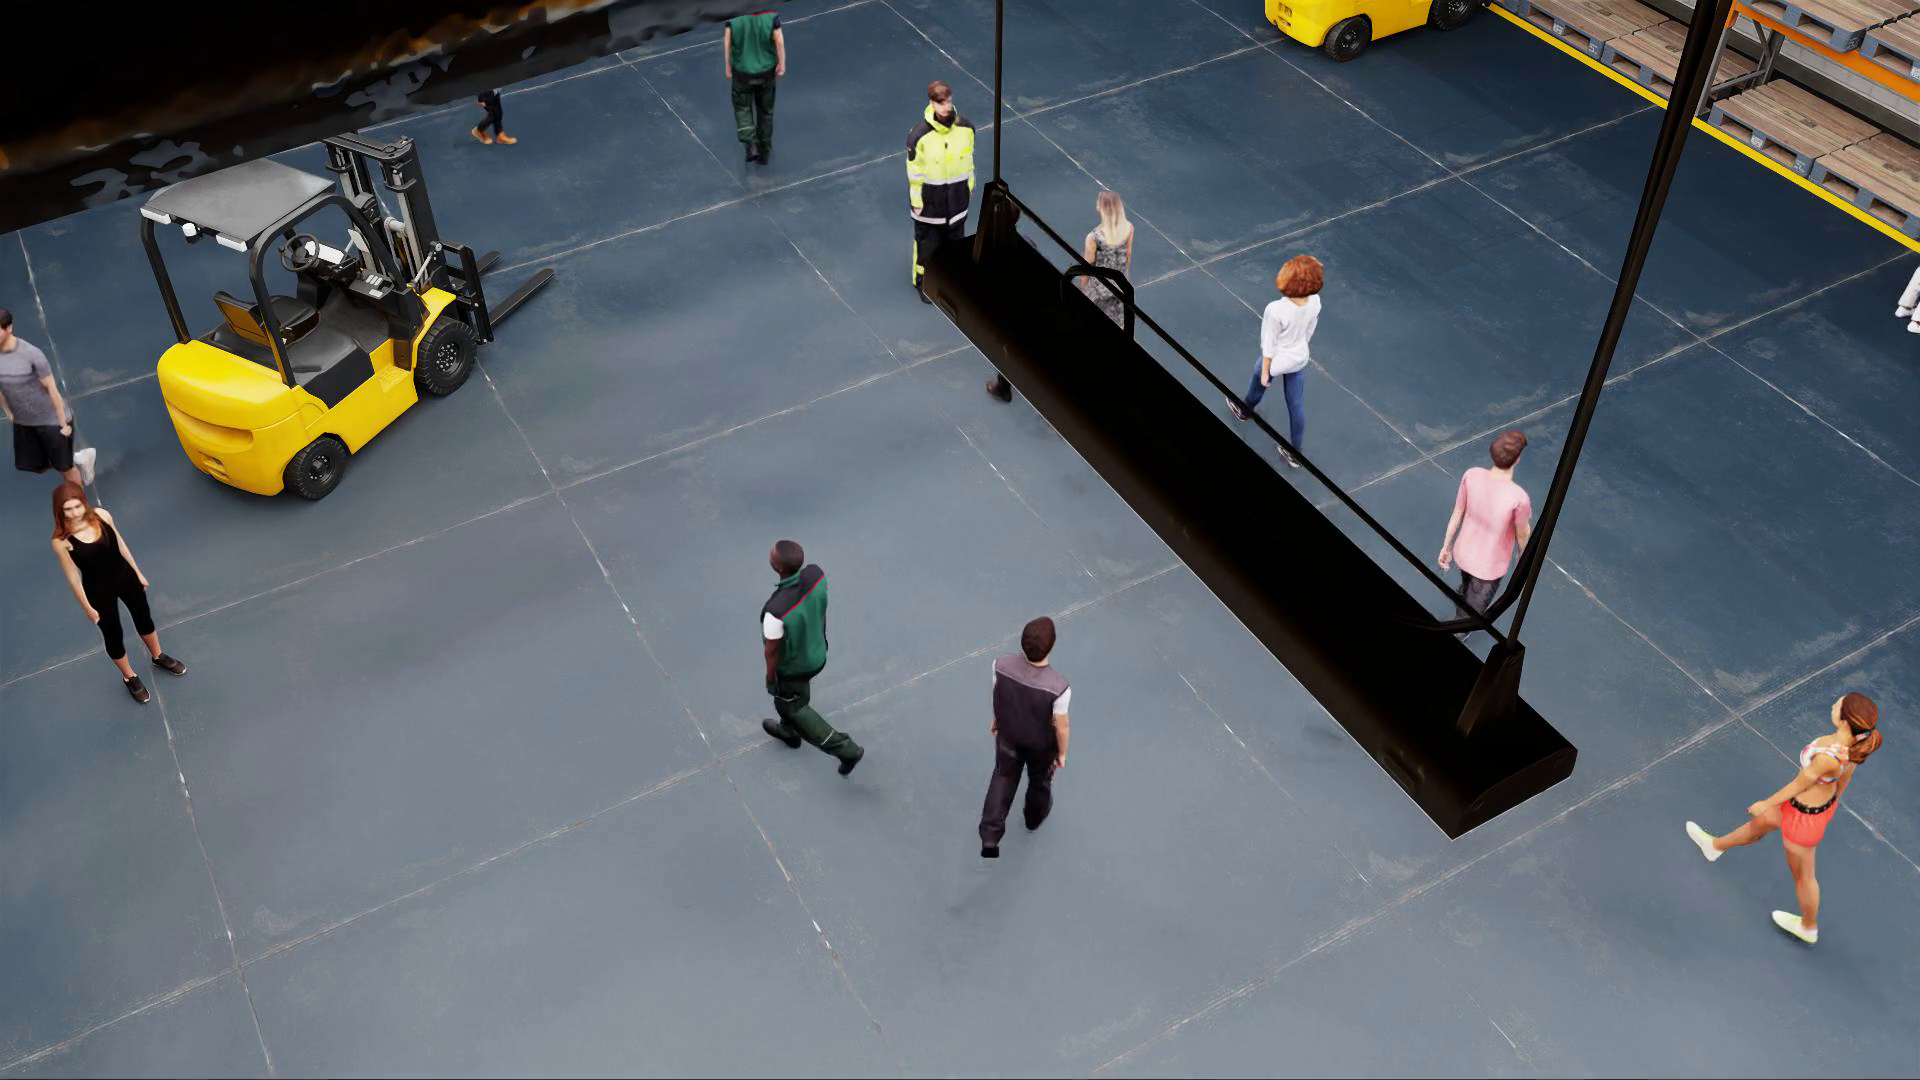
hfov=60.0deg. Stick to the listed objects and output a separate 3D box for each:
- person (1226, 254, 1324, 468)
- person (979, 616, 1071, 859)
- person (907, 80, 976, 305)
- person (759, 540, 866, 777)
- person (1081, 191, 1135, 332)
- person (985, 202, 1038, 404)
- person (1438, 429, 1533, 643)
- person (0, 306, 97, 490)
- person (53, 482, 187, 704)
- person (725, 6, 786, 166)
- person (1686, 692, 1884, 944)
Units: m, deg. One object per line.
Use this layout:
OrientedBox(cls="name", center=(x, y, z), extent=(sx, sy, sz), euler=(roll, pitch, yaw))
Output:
OrientedBox(cls="person", center=(2.450, -1.278, 12.268), extent=(0.756, 1.667, 1.155), euler=(-16, 46, -16))
OrientedBox(cls="person", center=(0.355, 1.173, 9.573), extent=(1.032, 1.835, 1.034), euler=(18, 47, 18))
OrientedBox(cls="person", center=(-0.149, -2.892, 13.735), extent=(0.763, 1.981, 0.619), euler=(-21, 47, -20))
OrientedBox(cls="person", center=(-0.929, 0.746, 10.034), extent=(1.174, 1.818, 1.009), euler=(23, 48, 22))
OrientedBox(cls="person", center=(1.143, -1.940, 12.941), extent=(0.585, 1.696, 0.527), euler=(-17, 46, -17))
OrientedBox(cls="person", center=(0.423, -1.728, 12.671), extent=(0.725, 1.762, 0.885), euler=(-24, 49, -23))
OrientedBox(cls="person", center=(3.241, 0.182, 10.553), extent=(0.836, 1.919, 1.223), euler=(-30, 51, -28))
OrientedBox(cls="person", center=(-6.449, -0.926, 11.762), extent=(0.928, 1.856, 1.025), euler=(4, 44, 5))
OrientedBox(cls="person", center=(-5.401, 0.293, 10.578), extent=(0.653, 1.724, 0.653), euler=(25, 49, 24))
OrientedBox(cls="person", center=(-1.891, -4.274, 15.250), extent=(0.863, 1.892, 0.916), euler=(-5, 44, -5))
OrientedBox(cls="person", center=(4.754, 1.581, 9.214), extent=(0.723, 1.741, 1.197), euler=(-30, 51, -28))
